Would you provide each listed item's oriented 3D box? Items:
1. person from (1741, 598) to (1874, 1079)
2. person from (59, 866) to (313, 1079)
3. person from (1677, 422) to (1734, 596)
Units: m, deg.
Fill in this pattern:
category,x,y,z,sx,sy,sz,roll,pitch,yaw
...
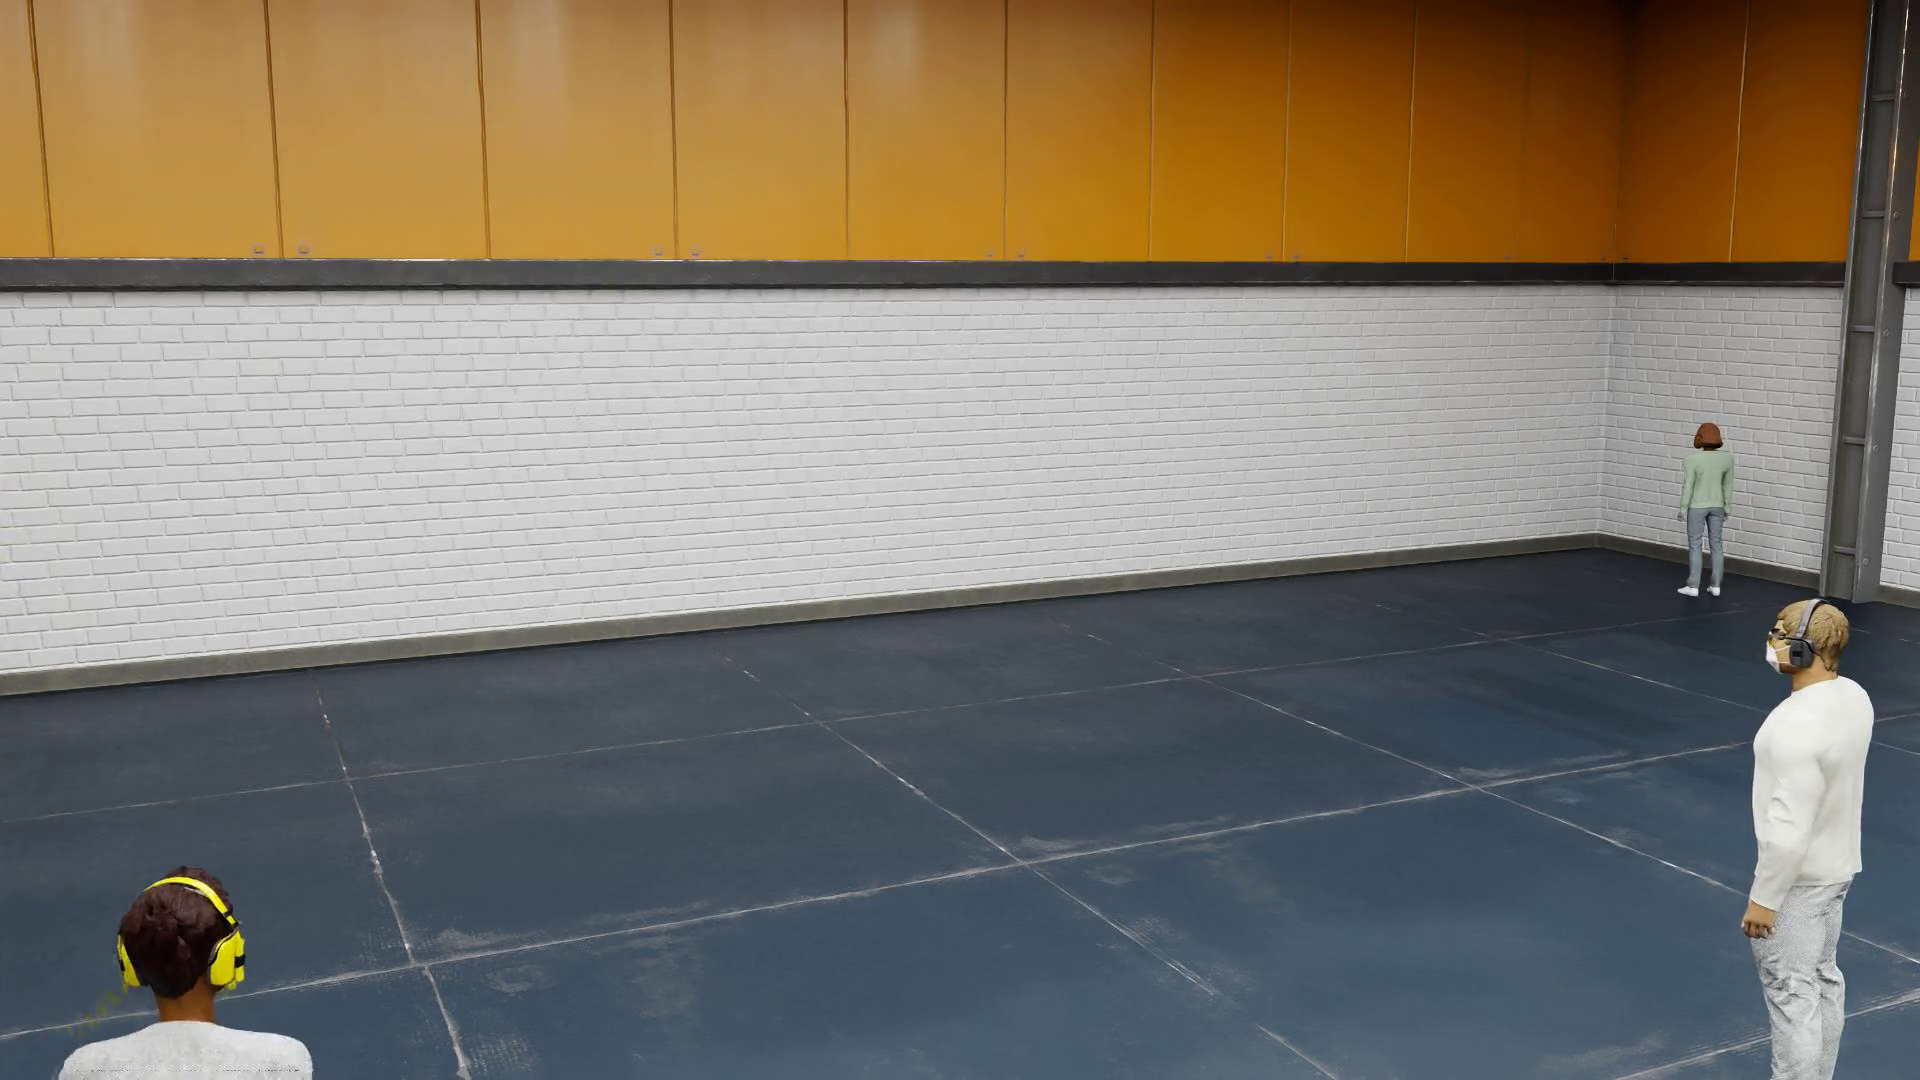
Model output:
category,x,y,z,sx,sy,sz,roll,pitch,yaw
person,2.878,1.154,5.724,0.372,1.940,0.627,9,13,43
person,-1.499,1.575,3.373,0.546,1.855,0.427,0,9,0
person,6.986,-0.285,15.601,0.507,1.631,0.273,-1,9,-6
